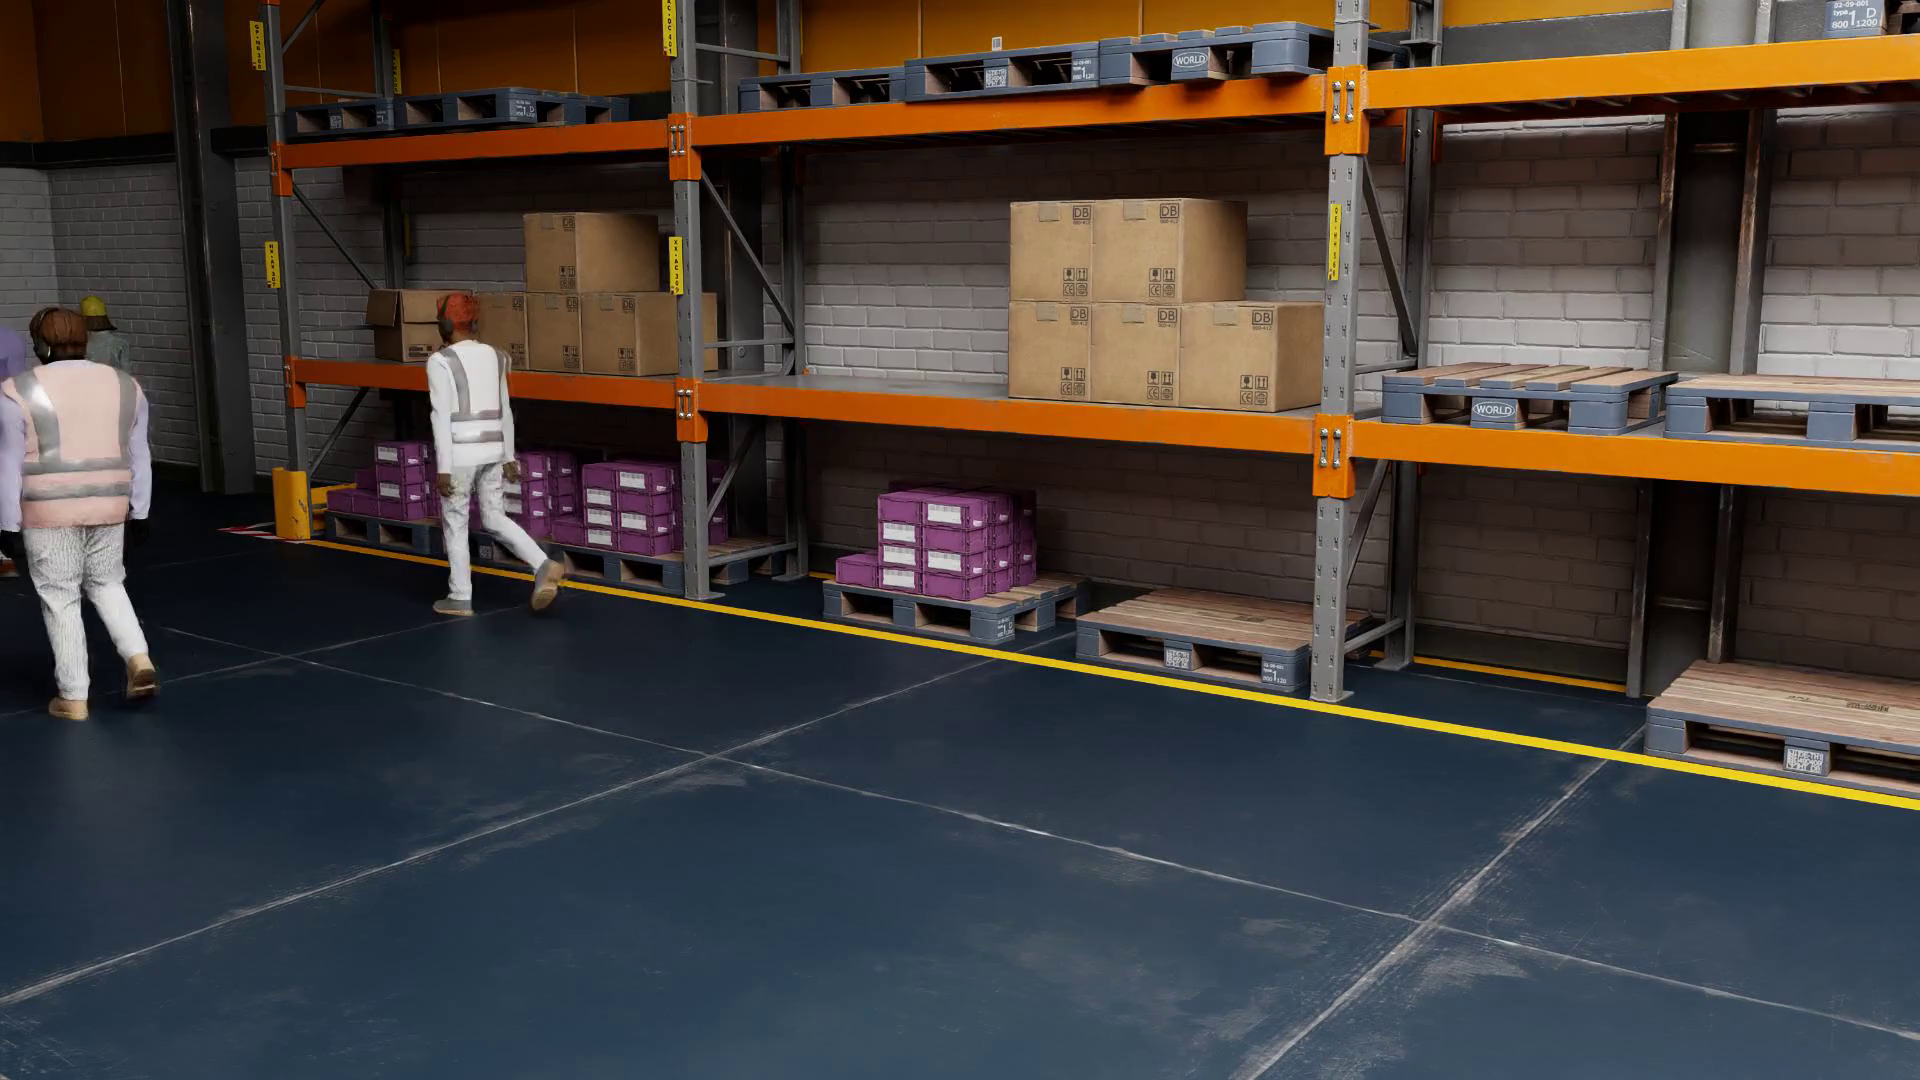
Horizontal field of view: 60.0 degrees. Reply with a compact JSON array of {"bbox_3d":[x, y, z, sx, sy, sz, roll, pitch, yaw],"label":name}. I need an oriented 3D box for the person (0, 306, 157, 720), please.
[{"bbox_3d":[-3.884,-0.105,7.321,0.478,1.830,0.632,7,12,35],"label":"person"}]

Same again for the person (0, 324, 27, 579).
[{"bbox_3d":[-6.292,-0.719,10.660,0.640,1.922,0.710,-8,13,-41],"label":"person"}]

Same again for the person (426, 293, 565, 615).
[{"bbox_3d":[-2.661,-0.462,9.377,0.790,1.858,0.594,5,11,28],"label":"person"}]

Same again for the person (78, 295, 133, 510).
[{"bbox_3d":[-6.923,-1.091,13.417,0.487,1.746,0.287,-7,12,-37],"label":"person"}]
